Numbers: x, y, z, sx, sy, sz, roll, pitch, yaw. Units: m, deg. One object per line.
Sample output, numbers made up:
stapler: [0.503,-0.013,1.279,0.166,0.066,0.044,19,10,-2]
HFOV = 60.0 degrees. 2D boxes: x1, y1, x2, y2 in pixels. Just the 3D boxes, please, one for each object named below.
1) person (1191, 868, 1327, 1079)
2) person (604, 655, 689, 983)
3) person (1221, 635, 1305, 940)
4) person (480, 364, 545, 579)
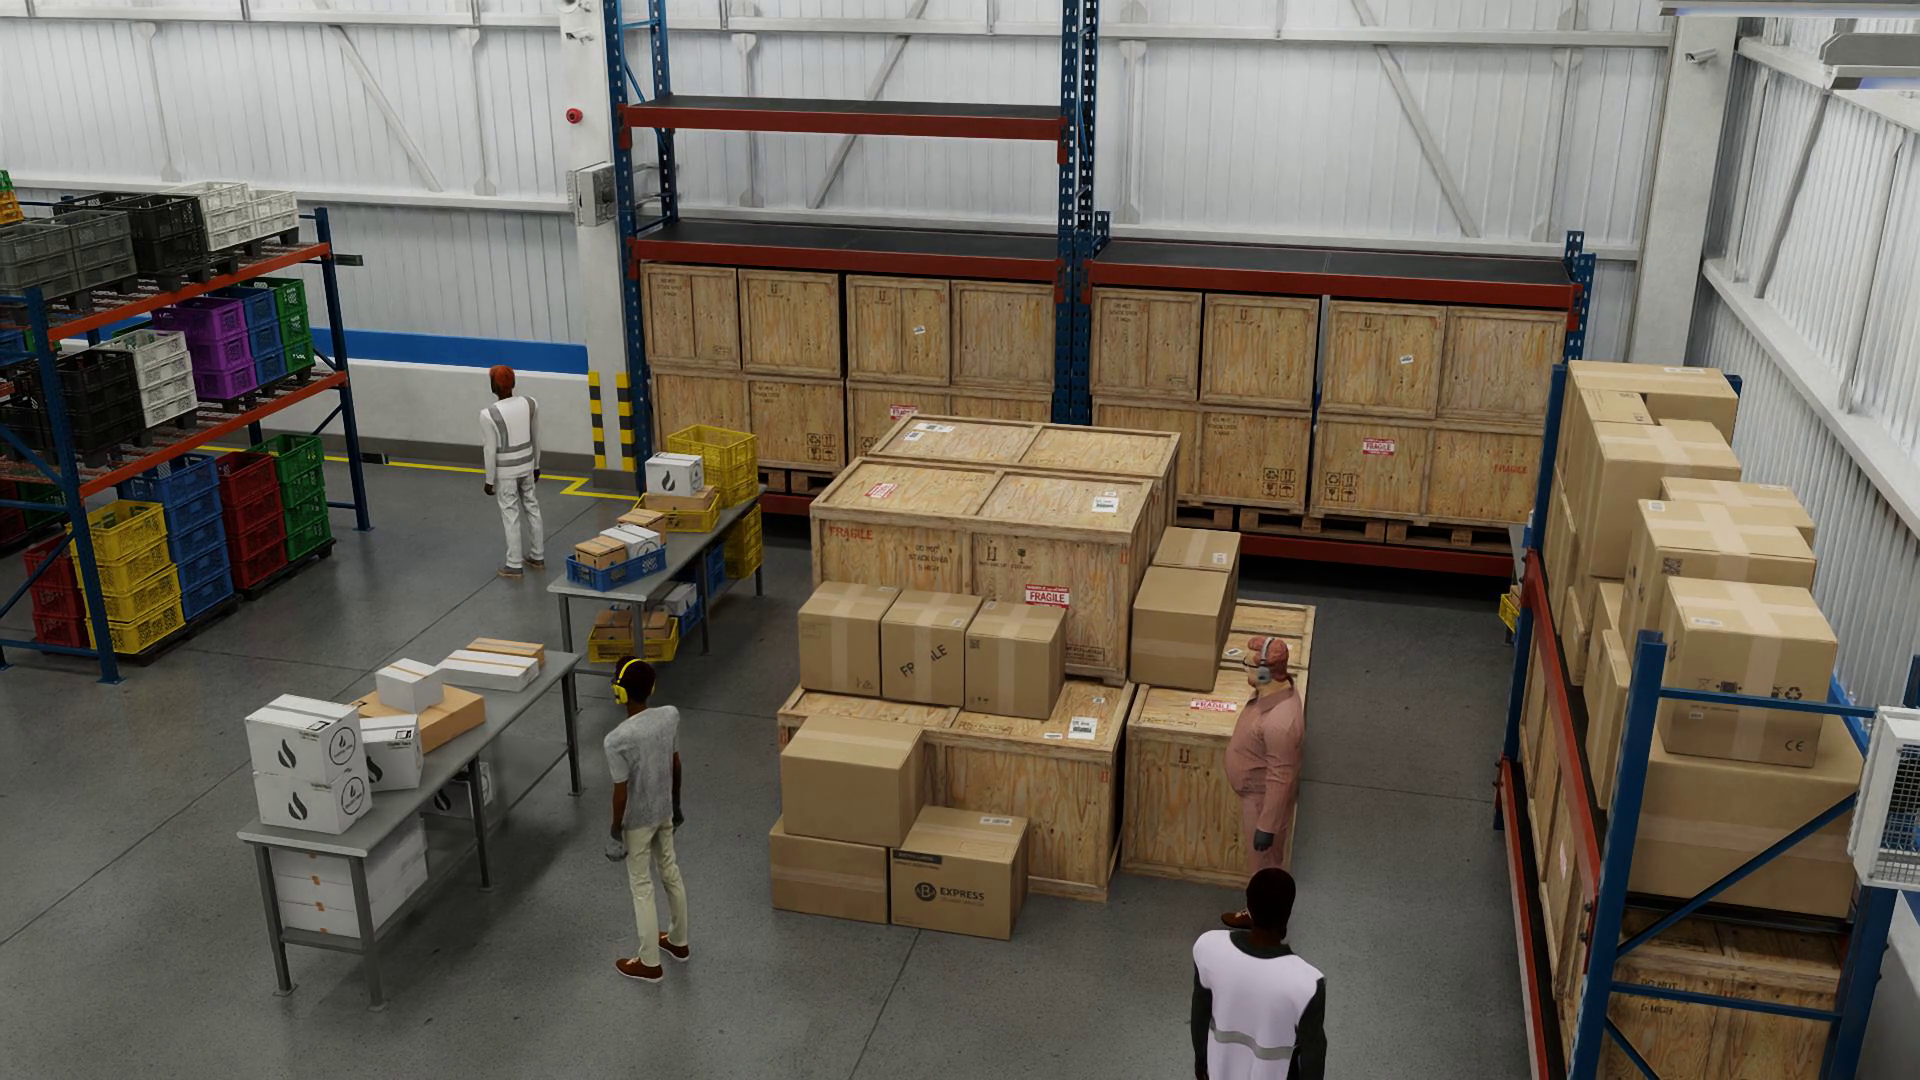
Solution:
person: [1.221,2.227,6.896,0.587,1.916,0.392,14,25,33]
person: [-1.691,1.484,8.902,0.322,1.871,0.531,14,25,33]
person: [1.631,1.406,9.058,0.402,1.904,0.652,2,21,6]
person: [-3.851,-0.594,14.320,0.355,1.884,0.576,15,26,35]
